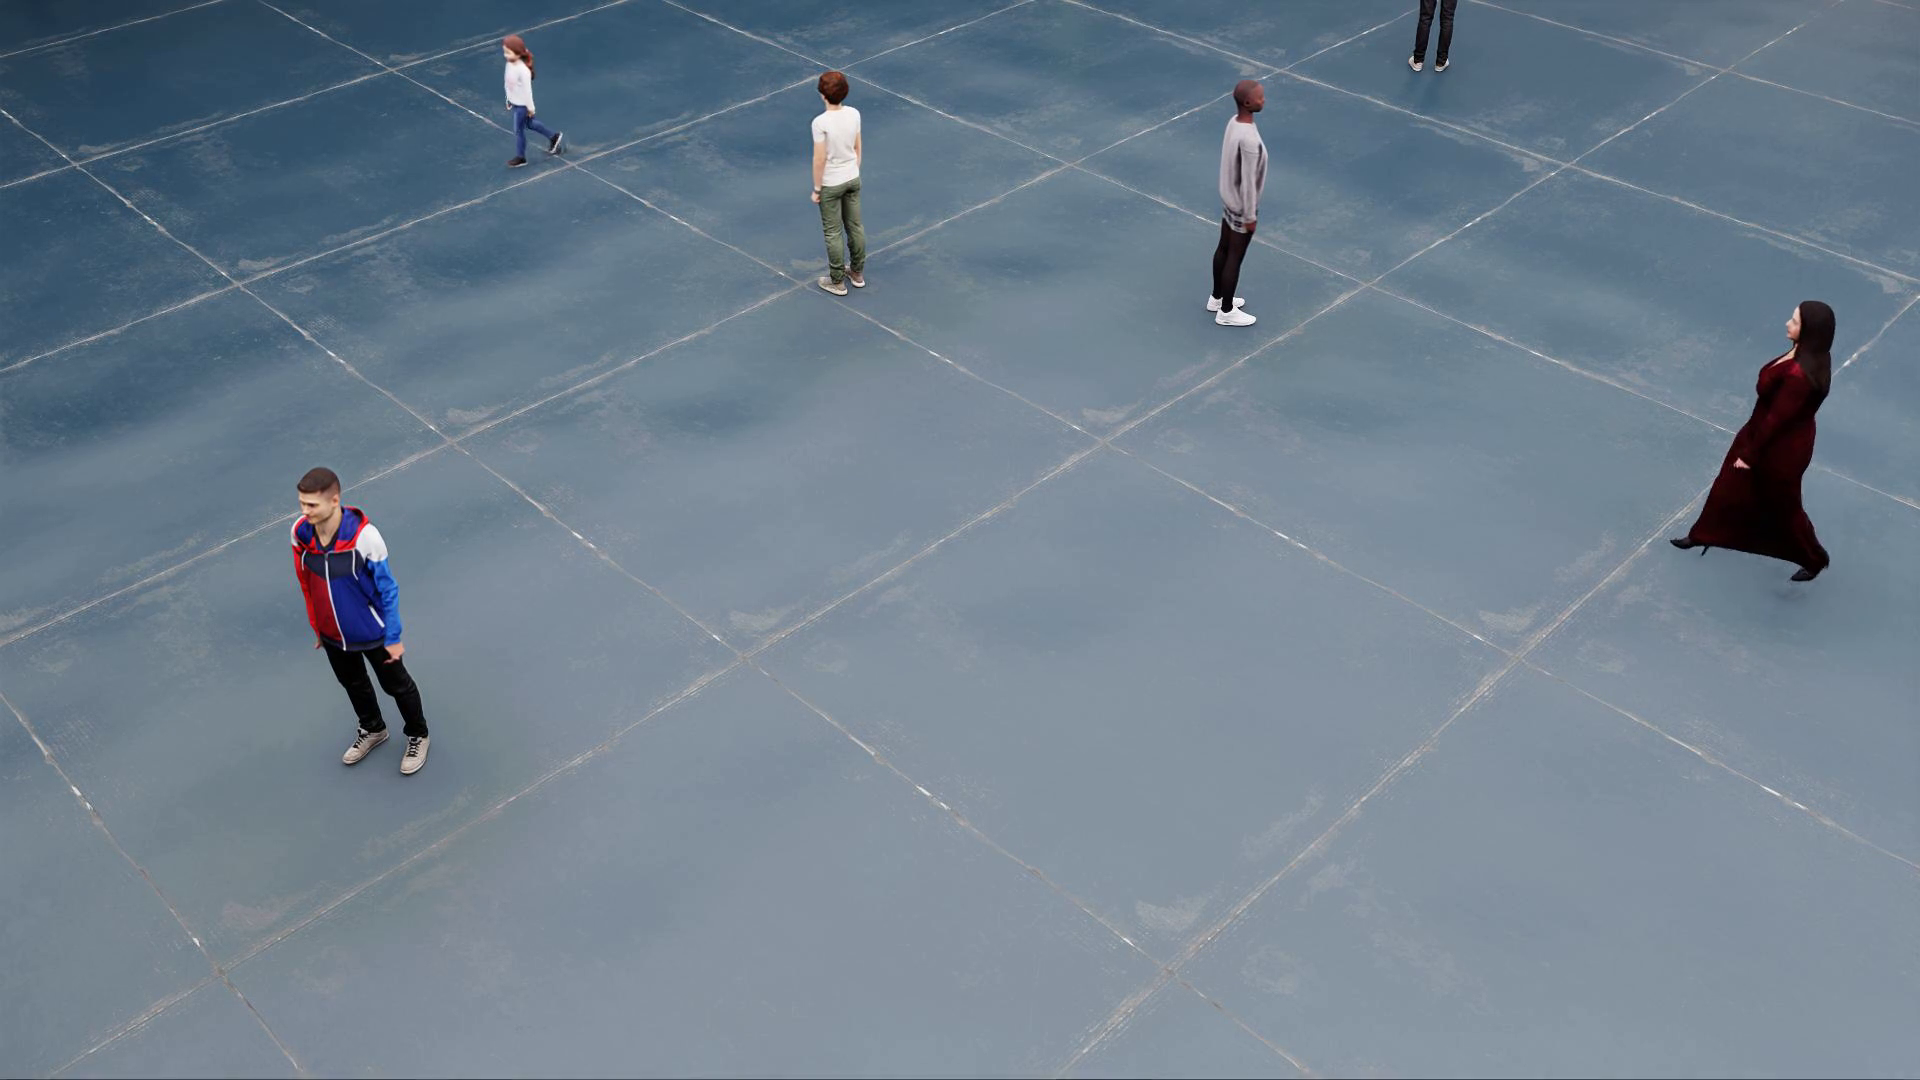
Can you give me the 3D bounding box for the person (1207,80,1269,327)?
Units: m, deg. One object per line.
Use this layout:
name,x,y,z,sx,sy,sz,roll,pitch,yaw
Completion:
person,1.933,-2.355,11.600,0.728,1.771,0.697,-5,37,-6

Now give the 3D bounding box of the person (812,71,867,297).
person,-0.873,-2.570,11.979,0.494,1.654,0.657,-26,44,-30

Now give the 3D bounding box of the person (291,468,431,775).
person,-2.892,0.391,8.000,0.713,1.757,0.710,9,38,11

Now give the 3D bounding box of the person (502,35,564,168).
person,-3.619,-3.696,13.923,0.801,1.095,0.510,-23,43,-27

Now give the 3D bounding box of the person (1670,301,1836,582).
person,4.617,-0.484,9.179,0.990,1.723,1.108,13,39,17

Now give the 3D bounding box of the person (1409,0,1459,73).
person,4.462,-5.225,15.385,0.705,1.760,0.723,7,38,10
